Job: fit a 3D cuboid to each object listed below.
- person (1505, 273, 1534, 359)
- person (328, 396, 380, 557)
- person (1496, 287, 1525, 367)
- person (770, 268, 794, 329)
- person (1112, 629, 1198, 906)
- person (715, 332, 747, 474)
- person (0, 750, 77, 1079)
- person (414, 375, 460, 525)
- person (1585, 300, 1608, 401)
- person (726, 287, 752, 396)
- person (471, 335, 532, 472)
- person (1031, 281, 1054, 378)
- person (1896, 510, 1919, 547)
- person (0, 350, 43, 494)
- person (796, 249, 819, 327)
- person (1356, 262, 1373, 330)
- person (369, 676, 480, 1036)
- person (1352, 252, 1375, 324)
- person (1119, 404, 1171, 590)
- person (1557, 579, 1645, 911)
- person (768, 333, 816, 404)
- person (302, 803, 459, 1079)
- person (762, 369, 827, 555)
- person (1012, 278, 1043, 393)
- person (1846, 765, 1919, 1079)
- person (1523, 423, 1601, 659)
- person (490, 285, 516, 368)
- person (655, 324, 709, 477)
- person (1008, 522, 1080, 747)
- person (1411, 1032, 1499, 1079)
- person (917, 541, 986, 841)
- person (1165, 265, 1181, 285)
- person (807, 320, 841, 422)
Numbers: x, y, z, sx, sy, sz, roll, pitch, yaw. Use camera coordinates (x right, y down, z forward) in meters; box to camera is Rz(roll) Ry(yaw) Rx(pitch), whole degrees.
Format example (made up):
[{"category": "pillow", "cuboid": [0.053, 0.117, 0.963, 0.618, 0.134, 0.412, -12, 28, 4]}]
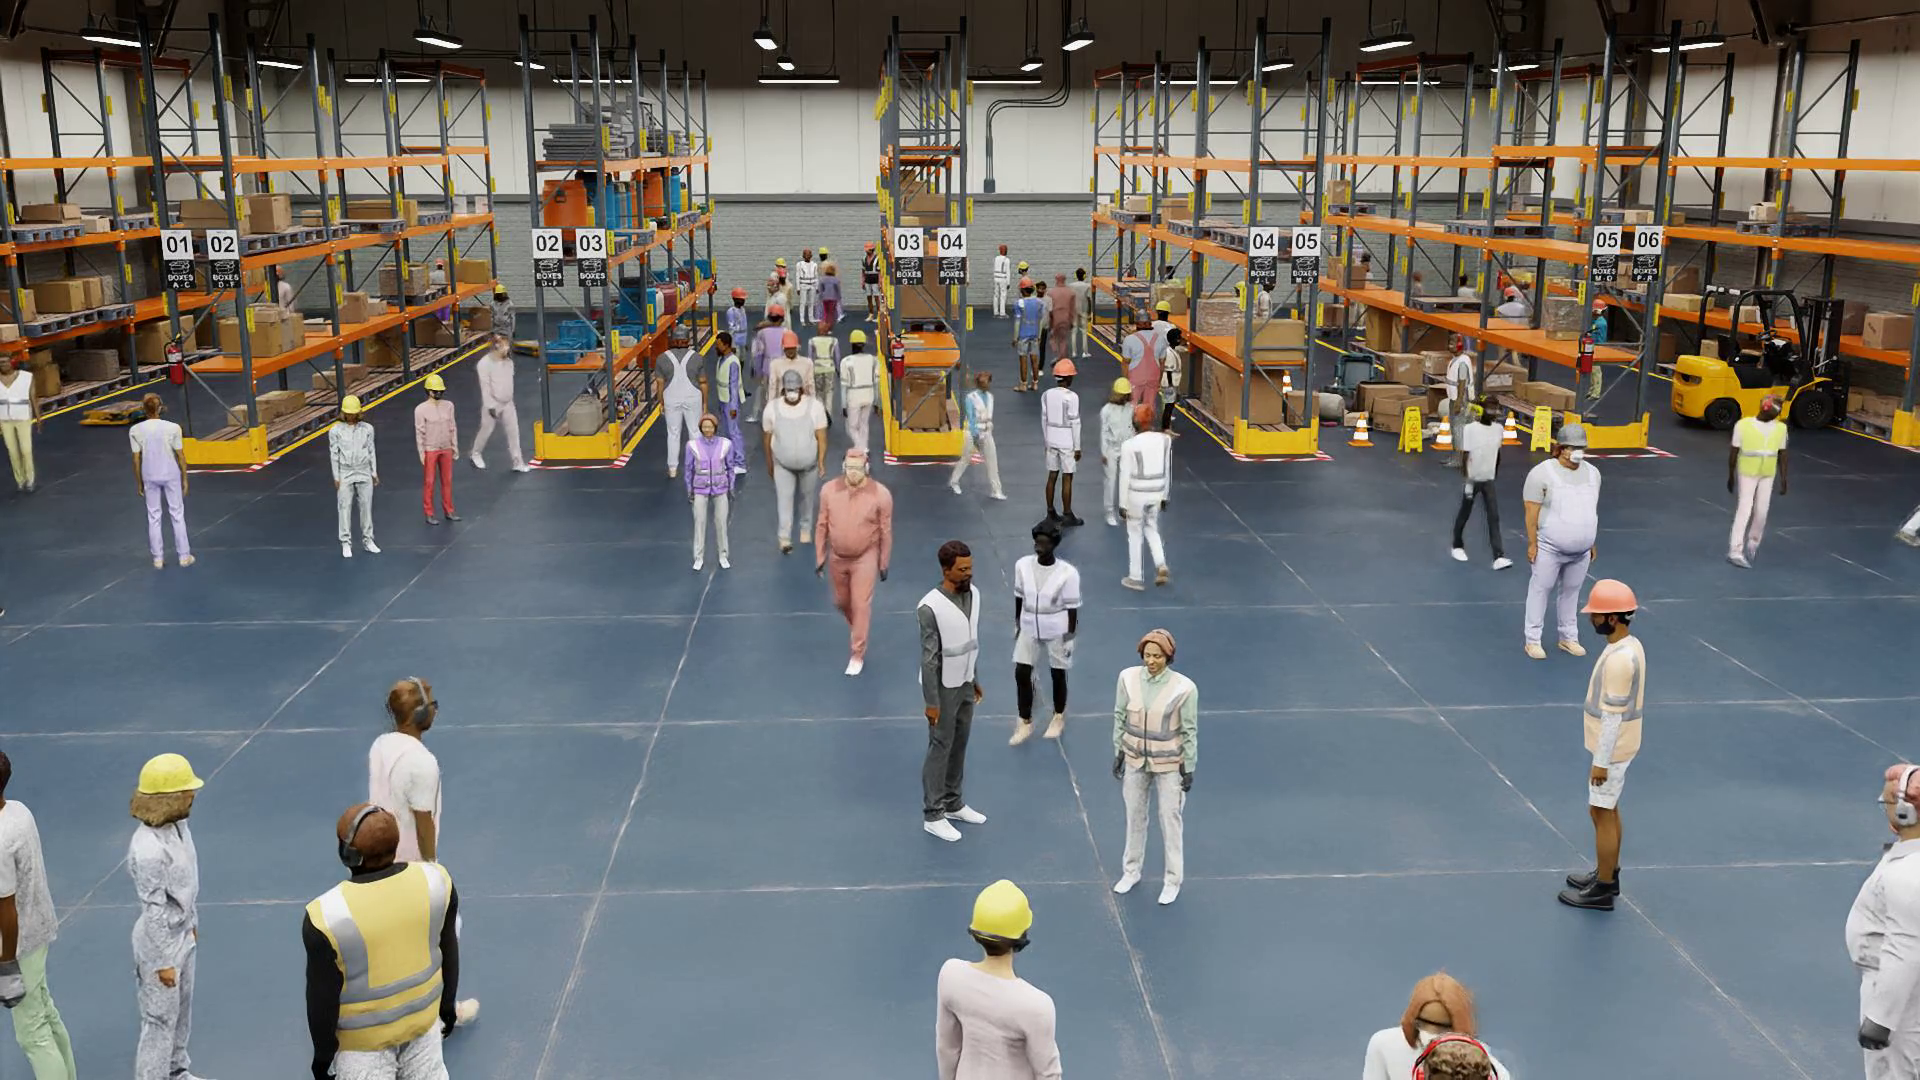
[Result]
[{"category": "person", "cuboid": [11.706, -4.716, 34.829, 0.574, 1.782, 0.946, -1, 13, -5]}, {"category": "person", "cuboid": [-6.485, -0.690, 17.847, 0.484, 1.735, 0.311, -10, 17, -36]}, {"category": "person", "cuboid": [10.421, -3.922, 31.540, 0.574, 1.731, 0.582, -1, 13, -4]}, {"category": "person", "cuboid": [-3.930, -5.147, 36.794, 0.561, 1.703, 0.885, -4, 14, -17]}, {"category": "person", "cuboid": [1.131, 1.301, 9.645, 0.517, 1.633, 0.312, 8, 16, 31]}, {"category": "person", "cuboid": [-3.082, -1.842, 22.358, 0.362, 1.910, 0.589, -6, 15, -25]}, {"category": "person", "cuboid": [-4.086, 1.764, 7.196, 0.328, 1.861, 0.506, -6, 15, -24]}, {"category": "person", "cuboid": [-6.067, -1.052, 19.335, 0.354, 1.755, 0.518, 11, 17, 38]}, {"category": "person", "cuboid": [10.984, -3.278, 28.768, 0.326, 1.752, 0.559, 3, 14, 11]}, {"category": "person", "cuboid": [-3.853, -3.451, 29.107, 0.368, 1.935, 0.552, 4, 14, 16]}, {"category": "person", "cuboid": [-6.293, -1.856, 22.555, 1.013, 1.852, 0.635, 9, 16, 34]}, {"category": "person", "cuboid": [1.538, -3.999, 31.684, 0.483, 1.827, 0.878, -1, 13, -4]}, {"category": "person", "cuboid": [10.694, -0.751, 17.914, 0.639, 1.839, 0.959, -8, 15, -30]}, {"category": "person", "cuboid": [-11.934, -1.469, 20.952, 0.607, 1.816, 0.757, -5, 14, -19]}, {"category": "person", "cuboid": [-3.740, -6.183, 40.794, 0.584, 1.882, 0.339, -8, 16, -31]}, {"category": "person", "cuboid": [9.692, -5.864, 39.984, 0.500, 1.633, 0.279, -10, 16, -35]}, {"category": "person", "cuboid": [-2.684, 1.570, 8.102, 0.513, 1.810, 0.657, 9, 16, 34]}, {"category": "person", "cuboid": [9.986, -6.191, 41.034, 0.639, 1.797, 0.945, -11, 17, -40]}, {"category": "person", "cuboid": [1.824, -0.410, 16.361, 0.583, 1.870, 0.500, -7, 15, -26]}, {"category": "person", "cuboid": [3.706, 1.171, 9.570, 0.388, 1.924, 0.549, 6, 15, 24]}, {"category": "person", "cuboid": [-2.186, -1.723, 21.760, 0.633, 1.946, 0.976, -2, 13, -8]}, {"category": "person", "cuboid": [-2.281, 1.911, 6.591, 0.429, 1.846, 0.633, 12, 18, 42]}, {"category": "person", "cuboid": [-1.782, -0.894, 18.053, 0.694, 2.000, 1.055, -2, 13, -7]}, {"category": "person", "cuboid": [1.193, -3.663, 29.783, 0.606, 2.044, 0.373, -8, 16, -31]}, {"category": "person", "cuboid": [3.829, 1.831, 6.817, 0.402, 1.901, 0.639, 13, 18, 43]}, {"category": "person", "cuboid": [5.183, 0.008, 14.232, 0.682, 2.000, 0.537, -3, 14, -12]}, {"category": "person", "cuboid": [-8.788, -4.032, 31.983, 0.485, 1.744, 0.308, 0, 13, 0]}, {"category": "person", "cuboid": [-3.684, -1.858, 22.137, 0.688, 2.000, 0.539, -1, 13, -5]}, {"category": "person", "cuboid": [0.589, 0.694, 12.093, 0.556, 1.666, 0.698, 6, 15, 25]}, {"category": "person", "cuboid": [1.416, 2.296, 4.986, 0.566, 1.840, 0.395, 3, 14, 14]}, {"category": "person", "cuboid": [-0.059, 0.931, 10.583, 0.372, 1.917, 0.600, 8, 15, 30]}, {"category": "person", "cuboid": [4.787, -5.427, 37.994, 0.540, 1.695, 0.317, 11, 17, 40]}, {"category": "person", "cuboid": [-2.182, -2.699, 26.600, 0.541, 1.617, 0.660, 0, 13, 0]}]
